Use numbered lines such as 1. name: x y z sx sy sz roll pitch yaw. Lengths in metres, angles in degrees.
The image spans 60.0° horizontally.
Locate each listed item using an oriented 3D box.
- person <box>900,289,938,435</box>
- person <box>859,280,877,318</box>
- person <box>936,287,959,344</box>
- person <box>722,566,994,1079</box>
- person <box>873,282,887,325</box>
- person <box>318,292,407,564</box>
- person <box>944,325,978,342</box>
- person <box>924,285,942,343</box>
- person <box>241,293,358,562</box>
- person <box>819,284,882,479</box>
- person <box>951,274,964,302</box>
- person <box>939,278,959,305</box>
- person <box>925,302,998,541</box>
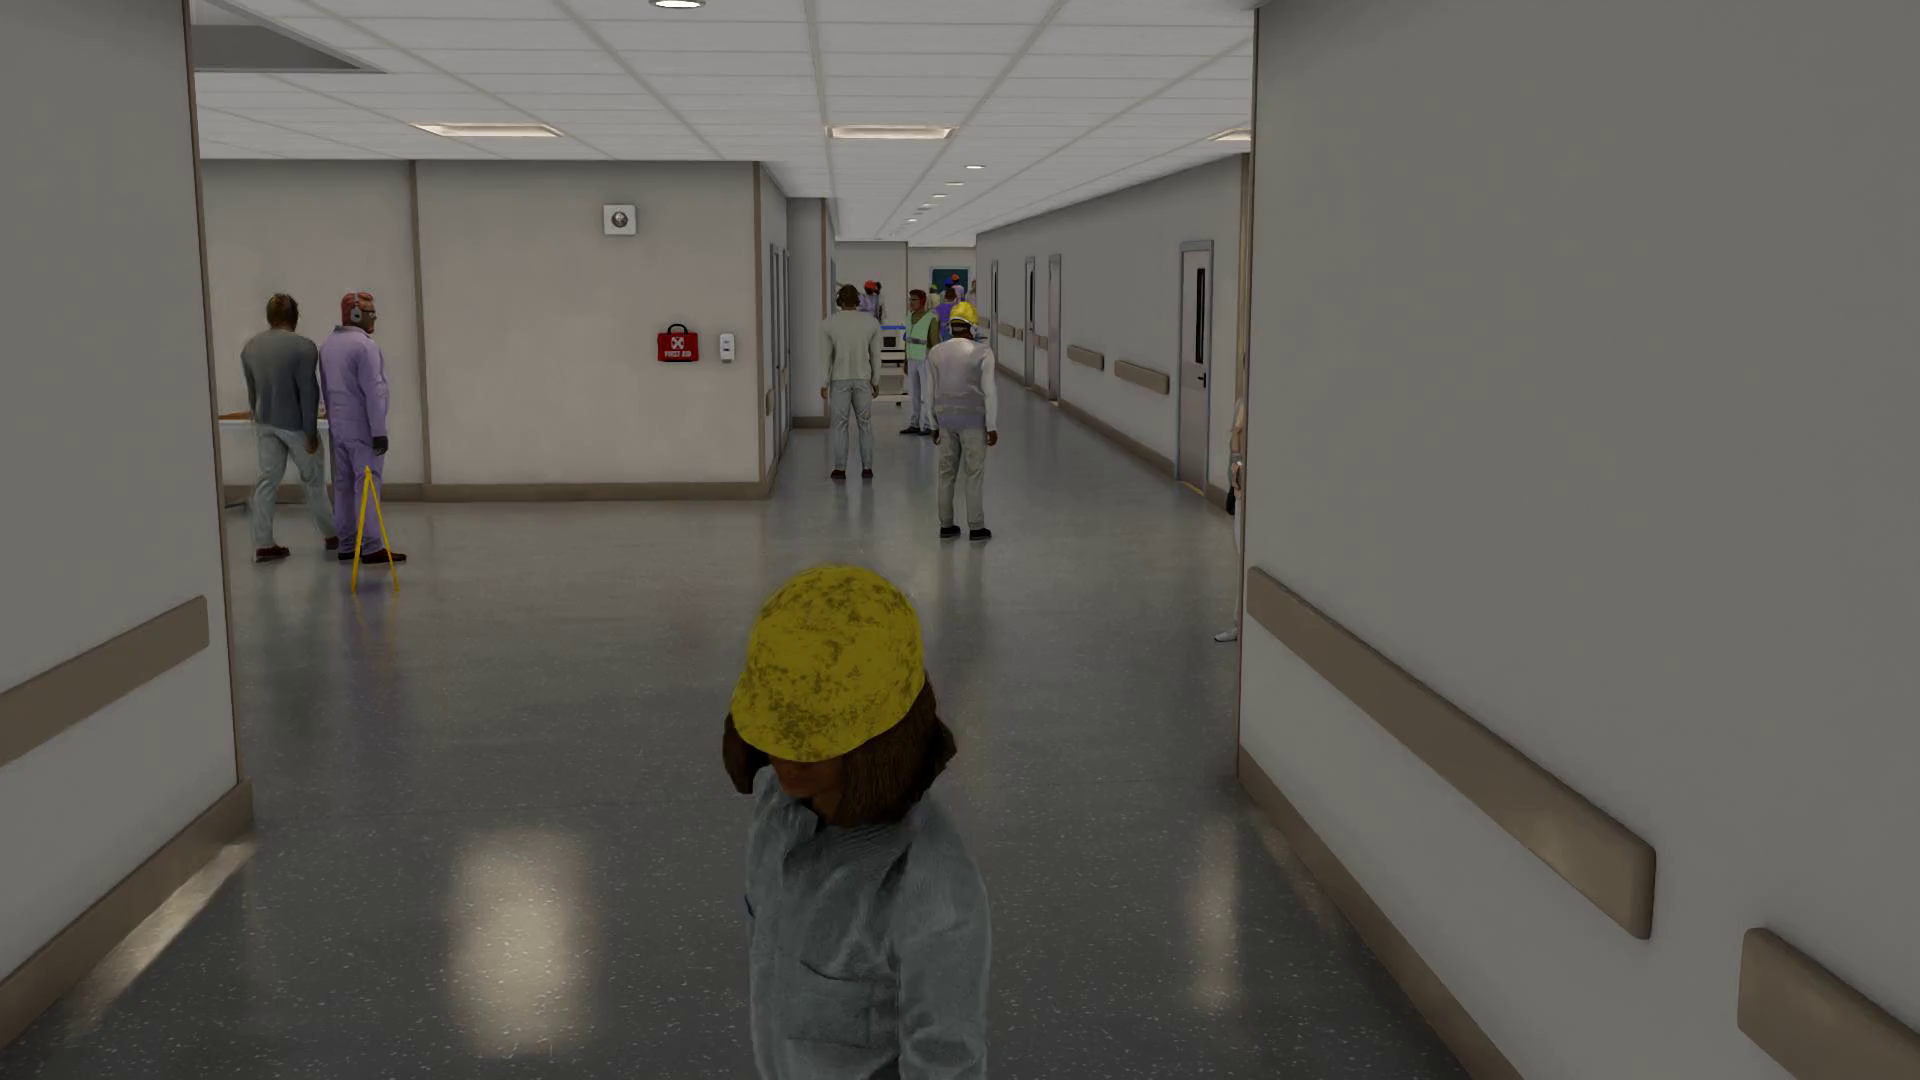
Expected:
1. person: -0.499 -2.254 21.121 0.386 1.845 0.567 -8 12 -43
2. person: -2.319 -5.529 41.547 0.564 1.947 0.555 -8 12 -42
3. person: -0.171 -3.799 30.965 0.573 1.806 0.951 3 10 19
4. person: -0.047 0.839 2.148 0.609 1.696 0.543 -5 10 -29
5. person: -1.977 -5.541 41.745 0.431 1.852 0.639 -1 9 -3
6. person: -4.222 -0.789 11.746 0.643 1.905 0.399 8 12 40
7. person: 0.030 -2.404 22.765 0.517 1.621 0.494 -3 10 -21
8. person: -0.794 -6.326 46.983 0.617 1.759 0.953 -8 12 -42
9. person: -4.809 -0.823 11.991 0.644 1.888 0.915 2 9 15
10. person: -1.091 -1.564 16.515 0.628 1.935 0.373 -2 9 -14
11. person: -0.155 -7.631 54.251 0.614 2.046 0.366 -6 11 -35
12. person: -0.303 -6.179 45.500 0.600 1.938 0.422 -6 11 -32
13. person: 0.025 -0.904 12.731 0.590 1.824 0.403 5 10 28
